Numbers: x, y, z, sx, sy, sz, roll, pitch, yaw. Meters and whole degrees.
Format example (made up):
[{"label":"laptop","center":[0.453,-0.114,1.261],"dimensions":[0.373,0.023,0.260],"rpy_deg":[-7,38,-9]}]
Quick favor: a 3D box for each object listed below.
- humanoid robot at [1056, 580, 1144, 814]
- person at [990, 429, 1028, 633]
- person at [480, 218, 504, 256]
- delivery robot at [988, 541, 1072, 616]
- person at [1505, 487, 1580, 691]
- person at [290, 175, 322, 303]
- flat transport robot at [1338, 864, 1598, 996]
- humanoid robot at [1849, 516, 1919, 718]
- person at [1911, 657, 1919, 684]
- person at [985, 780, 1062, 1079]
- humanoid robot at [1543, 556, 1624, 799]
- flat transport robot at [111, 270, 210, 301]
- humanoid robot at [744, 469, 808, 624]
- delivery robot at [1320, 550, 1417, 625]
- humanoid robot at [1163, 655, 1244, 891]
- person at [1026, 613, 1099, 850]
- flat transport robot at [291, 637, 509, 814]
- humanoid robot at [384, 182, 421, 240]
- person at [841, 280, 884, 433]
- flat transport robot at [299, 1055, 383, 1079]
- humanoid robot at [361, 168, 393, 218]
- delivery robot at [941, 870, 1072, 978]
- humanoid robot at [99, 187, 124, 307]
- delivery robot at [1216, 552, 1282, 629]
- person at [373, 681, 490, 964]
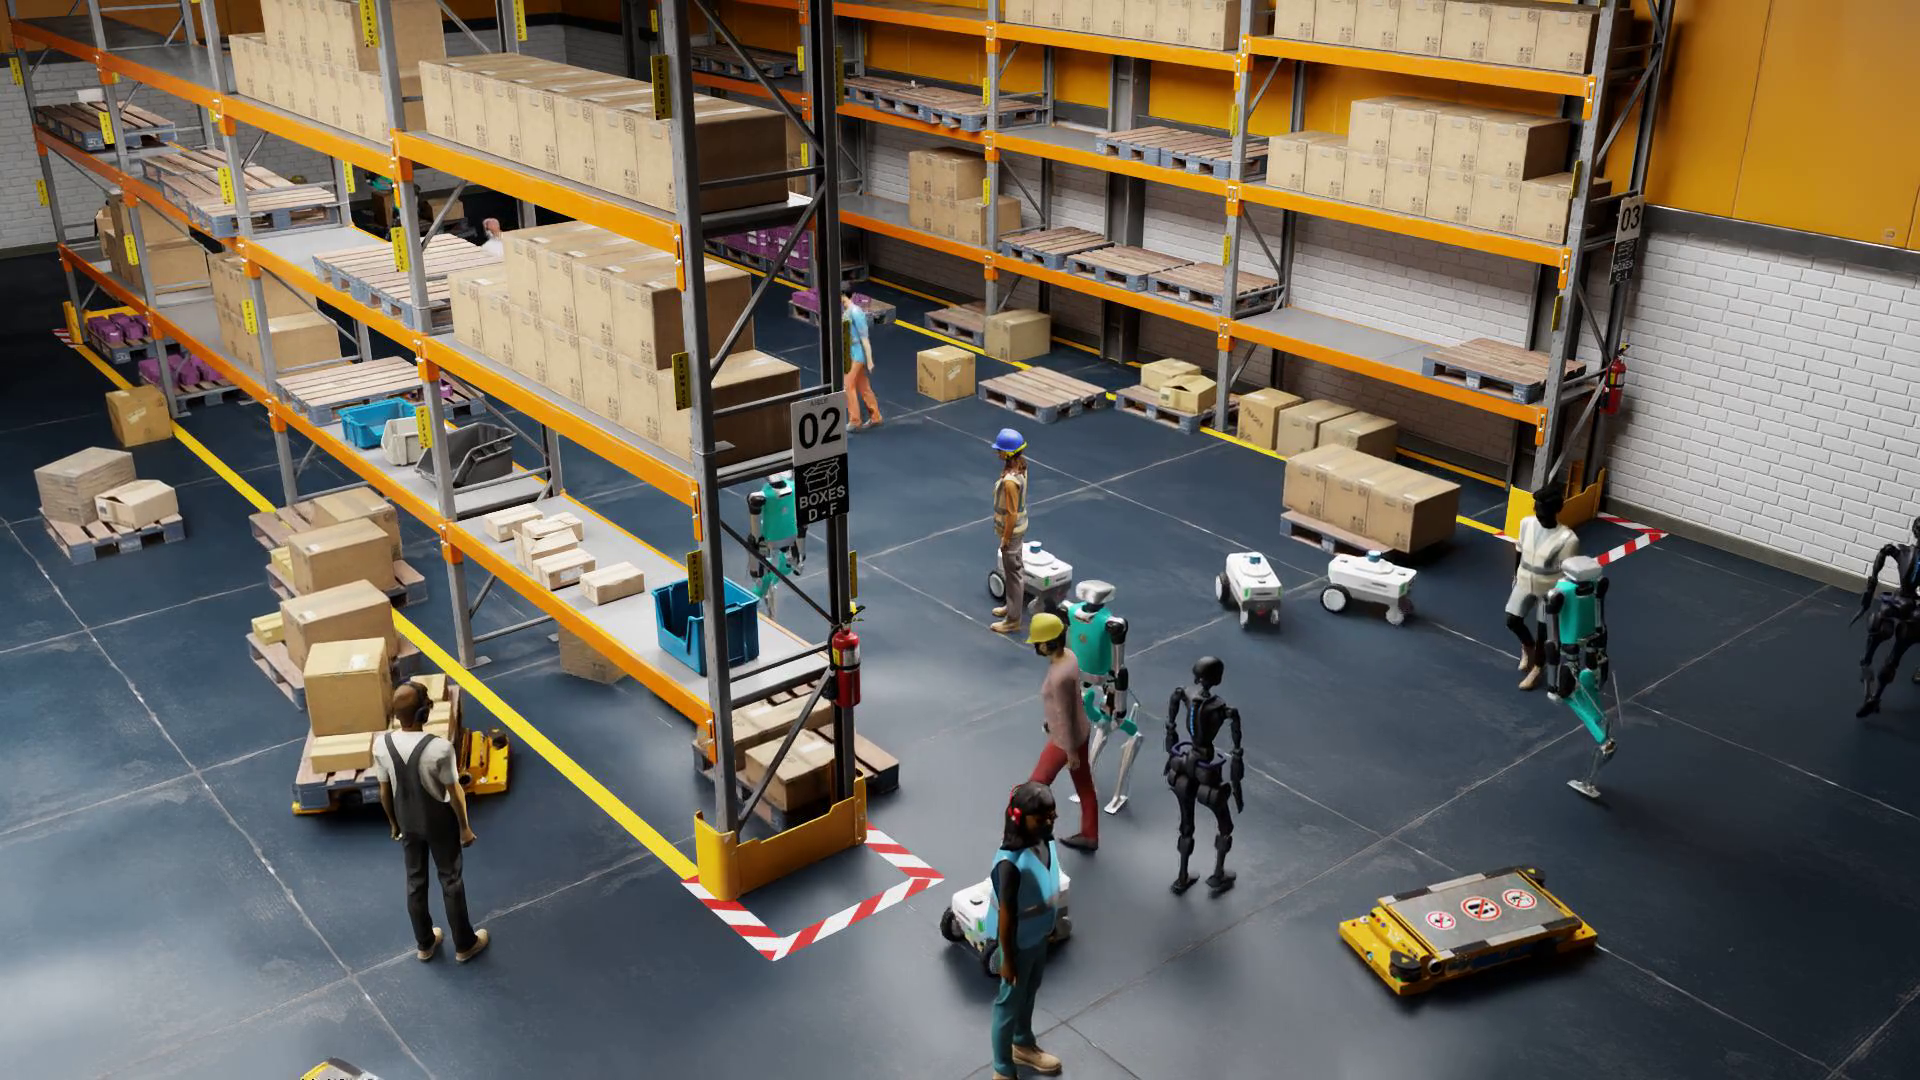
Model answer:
[{"label":"humanoid robot","center":[1.013,1.021,11.384],"dimensions":[0.531,1.746,0.699],"rpy_deg":[18,29,35]},{"label":"person","center":[0.411,-0.086,13.938],"dimensions":[0.311,1.778,0.463],"rpy_deg":[2,23,6]},{"label":"person","center":[-5.687,-3.078,20.770],"dimensions":[0.666,1.857,0.934],"rpy_deg":[-20,30,-38]},{"label":"delivery robot","center":[0.623,0.304,14.598],"dimensions":[0.524,0.611,0.782],"rpy_deg":[-17,29,-35]},{"label":"person","center":[4.528,0.373,12.981],"dimensions":[0.352,1.680,0.548],"rpy_deg":[-20,31,-39]},{"label":"person","center":[-9.131,-4.211,23.403],"dimensions":[0.711,1.845,0.570],"rpy_deg":[14,27,30]},{"label":"flat transport robot","center":[3.108,2.366,10.164],"dimensions":[1.431,0.231,0.659],"rpy_deg":[-9,25,-19]},{"label":"humanoid robot","center":[7.059,0.590,12.499],"dimensions":[0.605,1.641,0.521],"rpy_deg":[8,25,19]},{"label":"person","center":[7.806,0.268,12.941],"dimensions":[0.547,1.925,0.387],"rpy_deg":[13,27,28]},{"label":"person","center":[0.345,2.094,8.781],"dimensions":[0.395,1.866,0.522],"rpy_deg":[12,26,26]},{"label":"humanoid robot","center":[4.364,1.068,11.456],"dimensions":[0.556,1.869,0.779],"rpy_deg":[-12,26,-25]},{"label":"flat transport robot","center":[-11.567,-3.700,24.212],"dimensions":[1.431,0.231,0.659],"rpy_deg":[-10,25,-22]},{"label":"humanoid robot","center":[-1.568,0.192,13.491],"dimensions":[0.546,1.884,0.759],"rpy_deg":[-17,29,-34]},{"label":"delivery robot","center":[3.549,0.379,14.413],"dimensions":[0.802,0.600,0.499],"rpy_deg":[14,27,30]},{"label":"humanoid robot","center":[1.534,1.450,10.503],"dimensions":[0.601,1.658,0.406],"rpy_deg":[20,30,38]},{"label":"person","center":[0.654,1.274,10.849],"dimensions":[0.533,1.726,0.525],"rpy_deg":[7,24,16]},{"label":"flat transport robot","center":[-3.967,1.635,11.858],"dimensions":[1.431,0.231,0.659],"rpy_deg":[-5,24,-12]},{"label":"humanoid robot","center":[-8.102,-4.394,23.994],"dimensions":[0.540,1.801,0.753],"rpy_deg":[14,27,30]},{"label":"person","center":[-1.163,-2.043,18.522],"dimensions":[0.672,1.734,0.509],"rpy_deg":[-6,24,-14]},{"label":"flat transport robot","center":[-3.037,3.095,8.476],"dimensions":[1.431,0.231,0.659],"rpy_deg":[13,26,27]},{"label":"humanoid robot","center":[-9.789,-6.212,28.225],"dimensions":[1.048,1.746,0.564],"rpy_deg":[8,25,17]},{"label":"delivery robot","center":[0.294,2.252,10.092],"dimensions":[0.815,0.614,0.499],"rpy_deg":[-15,27,-31]},{"label":"humanoid robot","center":[-11.618,-3.909,22.822],"dimensions":[0.539,1.780,0.680],"rpy_deg":[18,29,35]},{"label":"delivery robot","center":[2.530,0.395,14.392],"dimensions":[0.499,0.614,0.808],"rpy_deg":[-2,23,-4]},{"label":"person","center":[-3.124,1.675,9.786],"dimensions":[0.504,1.839,0.344],"rpy_deg":[3,24,7]}]
